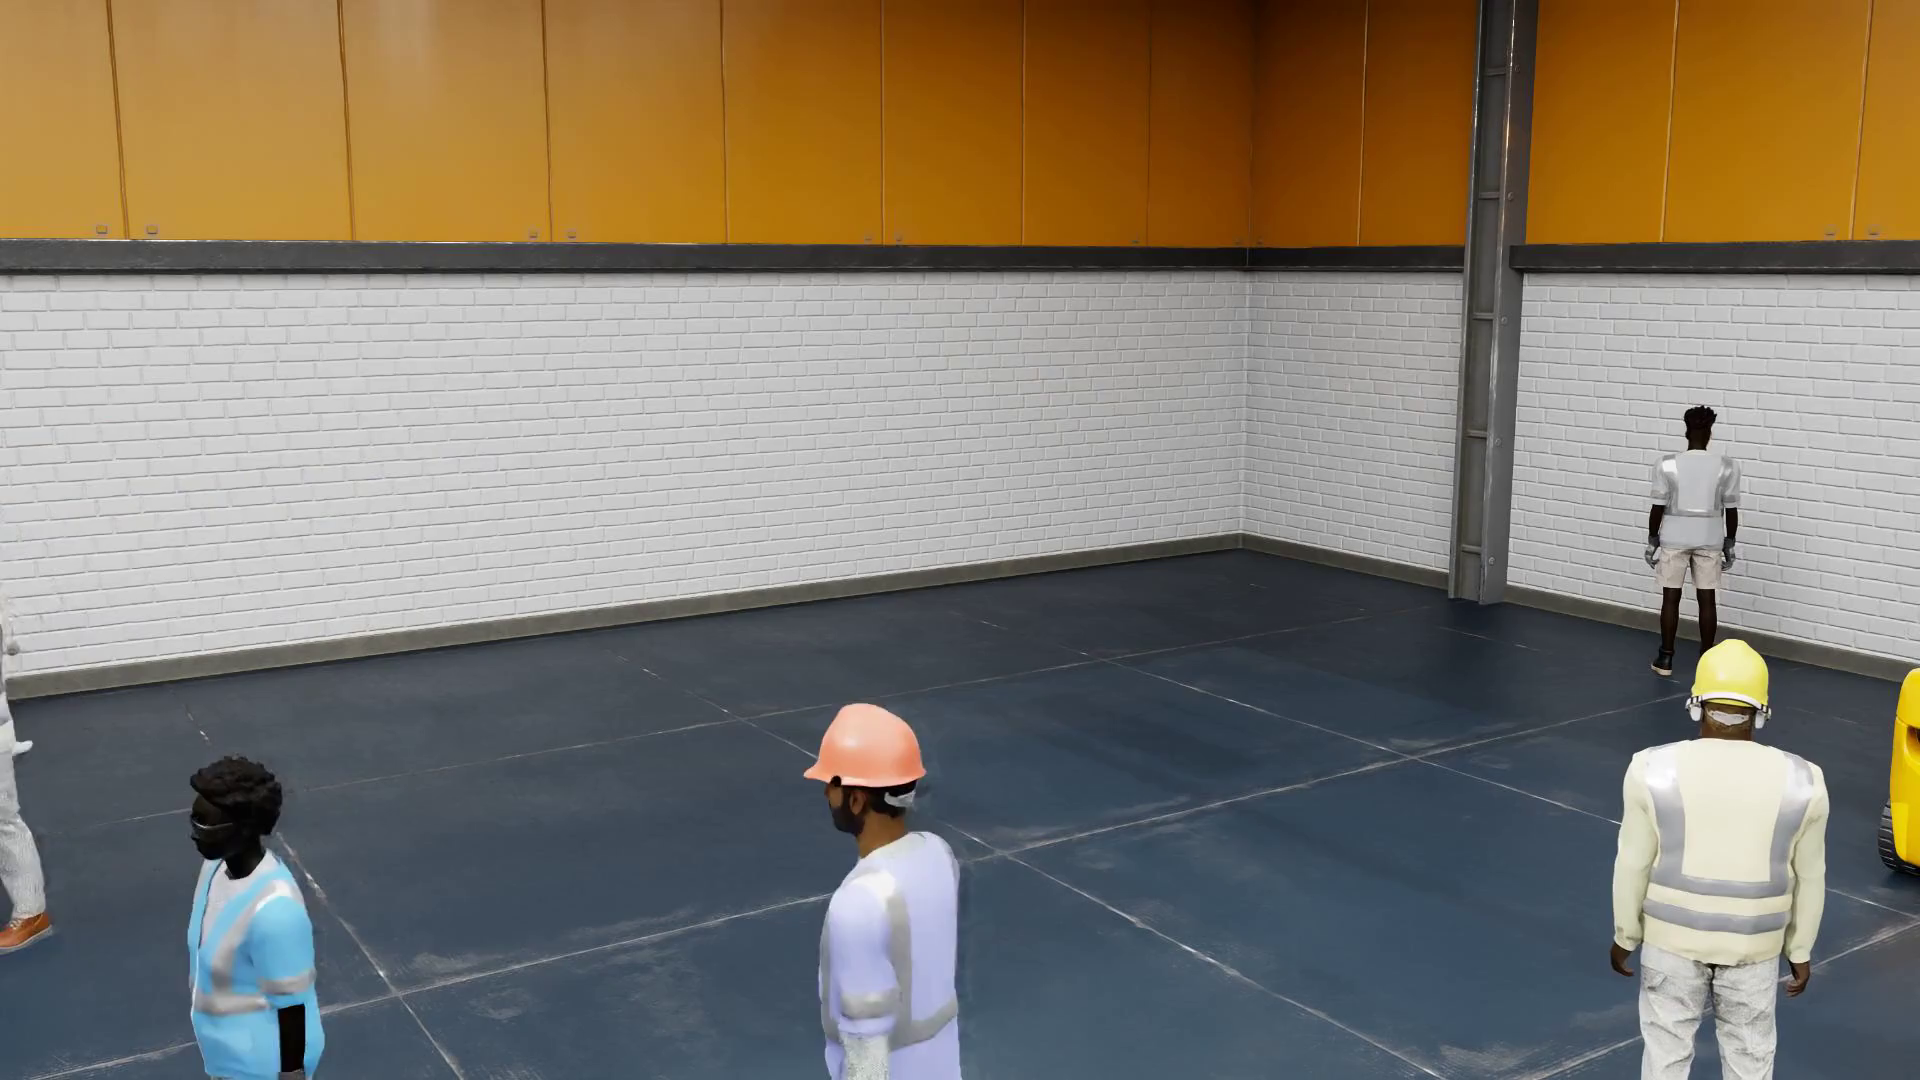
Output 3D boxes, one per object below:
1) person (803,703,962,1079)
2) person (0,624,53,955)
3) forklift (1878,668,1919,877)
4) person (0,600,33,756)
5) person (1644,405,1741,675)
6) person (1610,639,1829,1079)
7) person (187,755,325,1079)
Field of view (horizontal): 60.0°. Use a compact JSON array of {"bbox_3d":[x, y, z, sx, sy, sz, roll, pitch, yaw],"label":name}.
[{"bbox_3d":[-0.274,1.337,4.137,0.798,1.905,0.562,5,11,26],"label":"person"},{"bbox_3d":[-4.290,0.878,6.911,0.620,1.904,0.931,5,10,26],"label":"person"},{"bbox_3d":[5.511,0.571,7.906,2.313,2.155,1.214,-6,11,-33],"label":"forklift"},{"bbox_3d":[-5.803,0.588,9.623,0.504,1.591,0.846,5,10,26],"label":"person"},{"bbox_3d":[5.268,0.011,11.987,0.613,1.956,0.381,3,10,15],"label":"person"},{"bbox_3d":[2.325,1.209,5.148,0.600,1.831,0.404,2,10,14],"label":"person"},{"bbox_3d":[-1.857,1.381,4.562,0.665,1.677,0.539,-7,12,-37],"label":"person"}]
